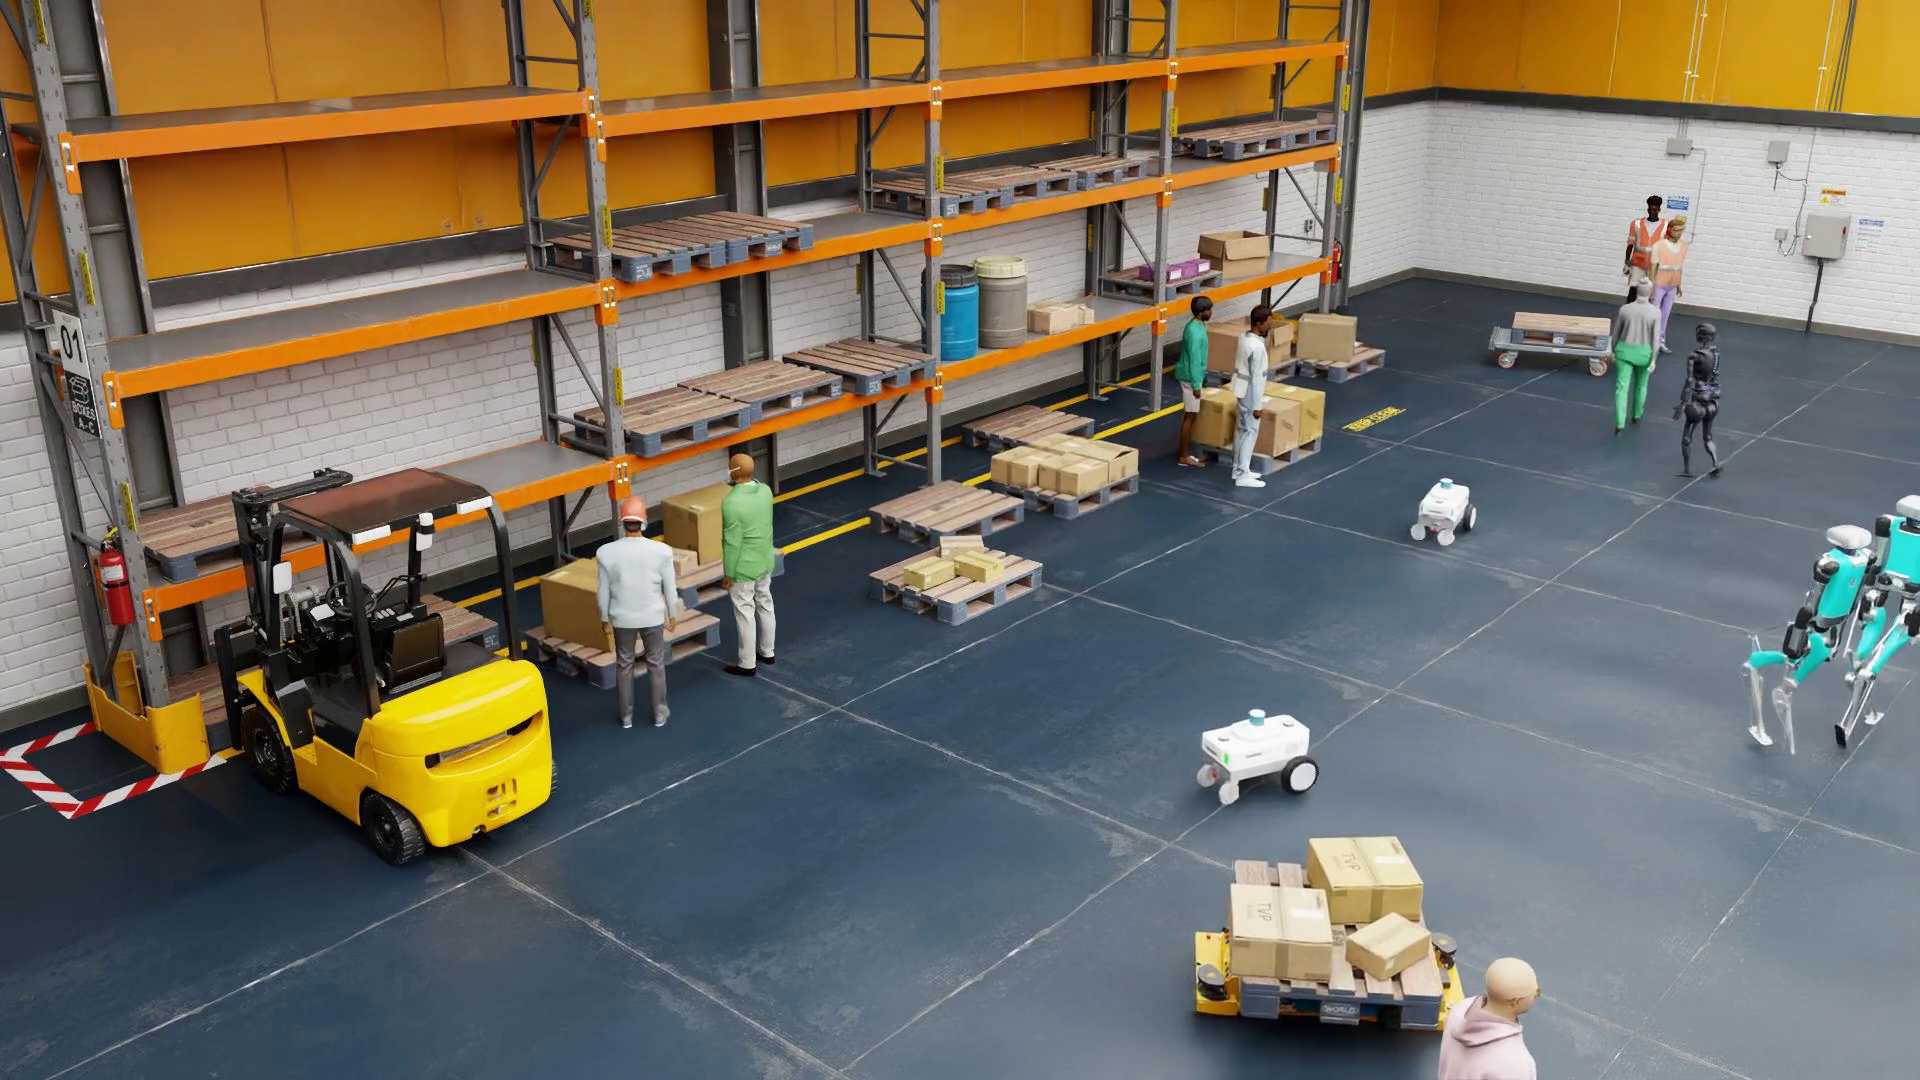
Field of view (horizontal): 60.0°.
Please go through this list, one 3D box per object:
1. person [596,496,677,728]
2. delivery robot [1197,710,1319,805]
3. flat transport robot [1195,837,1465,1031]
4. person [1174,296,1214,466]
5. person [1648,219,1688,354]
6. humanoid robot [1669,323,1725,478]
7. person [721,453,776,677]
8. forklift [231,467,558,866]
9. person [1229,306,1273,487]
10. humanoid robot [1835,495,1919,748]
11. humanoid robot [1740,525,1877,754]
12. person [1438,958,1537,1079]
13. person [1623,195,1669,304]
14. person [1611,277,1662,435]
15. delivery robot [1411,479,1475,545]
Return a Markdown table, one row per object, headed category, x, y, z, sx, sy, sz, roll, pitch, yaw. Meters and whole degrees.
| category | x | y | z | sx | sy | sz | roll | pitch | yaw |
| --- | --- | --- | --- | --- | --- | --- | --- | --- | --- |
| person | -2.325 | 0.522 | 12.009 | 0.572 | 1.742 | 0.351 | -3 | 21 | -9 |
| delivery robot | 2.023 | 1.439 | 11.258 | 0.784 | 0.608 | 0.499 | -9 | 22 | -23 |
| flat transport robot | 2.017 | 2.374 | 9.119 | 1.431 | 0.231 | 0.659 | 2 | 20 | 7 |
| person | 2.510 | -1.724 | 17.958 | 0.394 | 1.843 | 0.501 | 3 | 20 | 8 |
| person | 9.565 | -3.442 | 22.598 | 0.564 | 1.847 | 0.389 | -8 | 22 | -20 |
| humanoid robot | 7.831 | -1.446 | 17.448 | 0.595 | 1.649 | 0.464 | -13 | 24 | -31 |
| person | -1.640 | 0.186 | 12.861 | 0.383 | 1.784 | 0.539 | 12 | 23 | 30 |
| forklift | -3.730 | 0.710 | 10.856 | 2.313 | 2.155 | 1.214 | 17 | 26 | 38 |
| person | 3.008 | -1.486 | 17.220 | 0.410 | 1.907 | 0.597 | -2 | 20 | -4 |
| humanoid robot | 6.490 | 0.610 | 11.810 | 0.943 | 1.776 | 0.539 | -15 | 25 | -35 |
| humanoid robot | 5.808 | 0.688 | 11.636 | 0.530 | 1.818 | 0.803 | -11 | 23 | -27 |
| person | 2.080 | 2.461 | 6.694 | 0.400 | 1.781 | 0.535 | -4 | 21 | -11 |
| person | 9.836 | -3.958 | 23.828 | 0.612 | 1.963 | 0.361 | 9 | 22 | 22 |
| person | 7.792 | -2.169 | 19.196 | 0.532 | 1.798 | 0.900 | 10 | 22 | 25 |
| delivery robot | 4.640 | -0.290 | 15.952 | 0.508 | 0.614 | 0.785 | 10 | 23 | 25 |
